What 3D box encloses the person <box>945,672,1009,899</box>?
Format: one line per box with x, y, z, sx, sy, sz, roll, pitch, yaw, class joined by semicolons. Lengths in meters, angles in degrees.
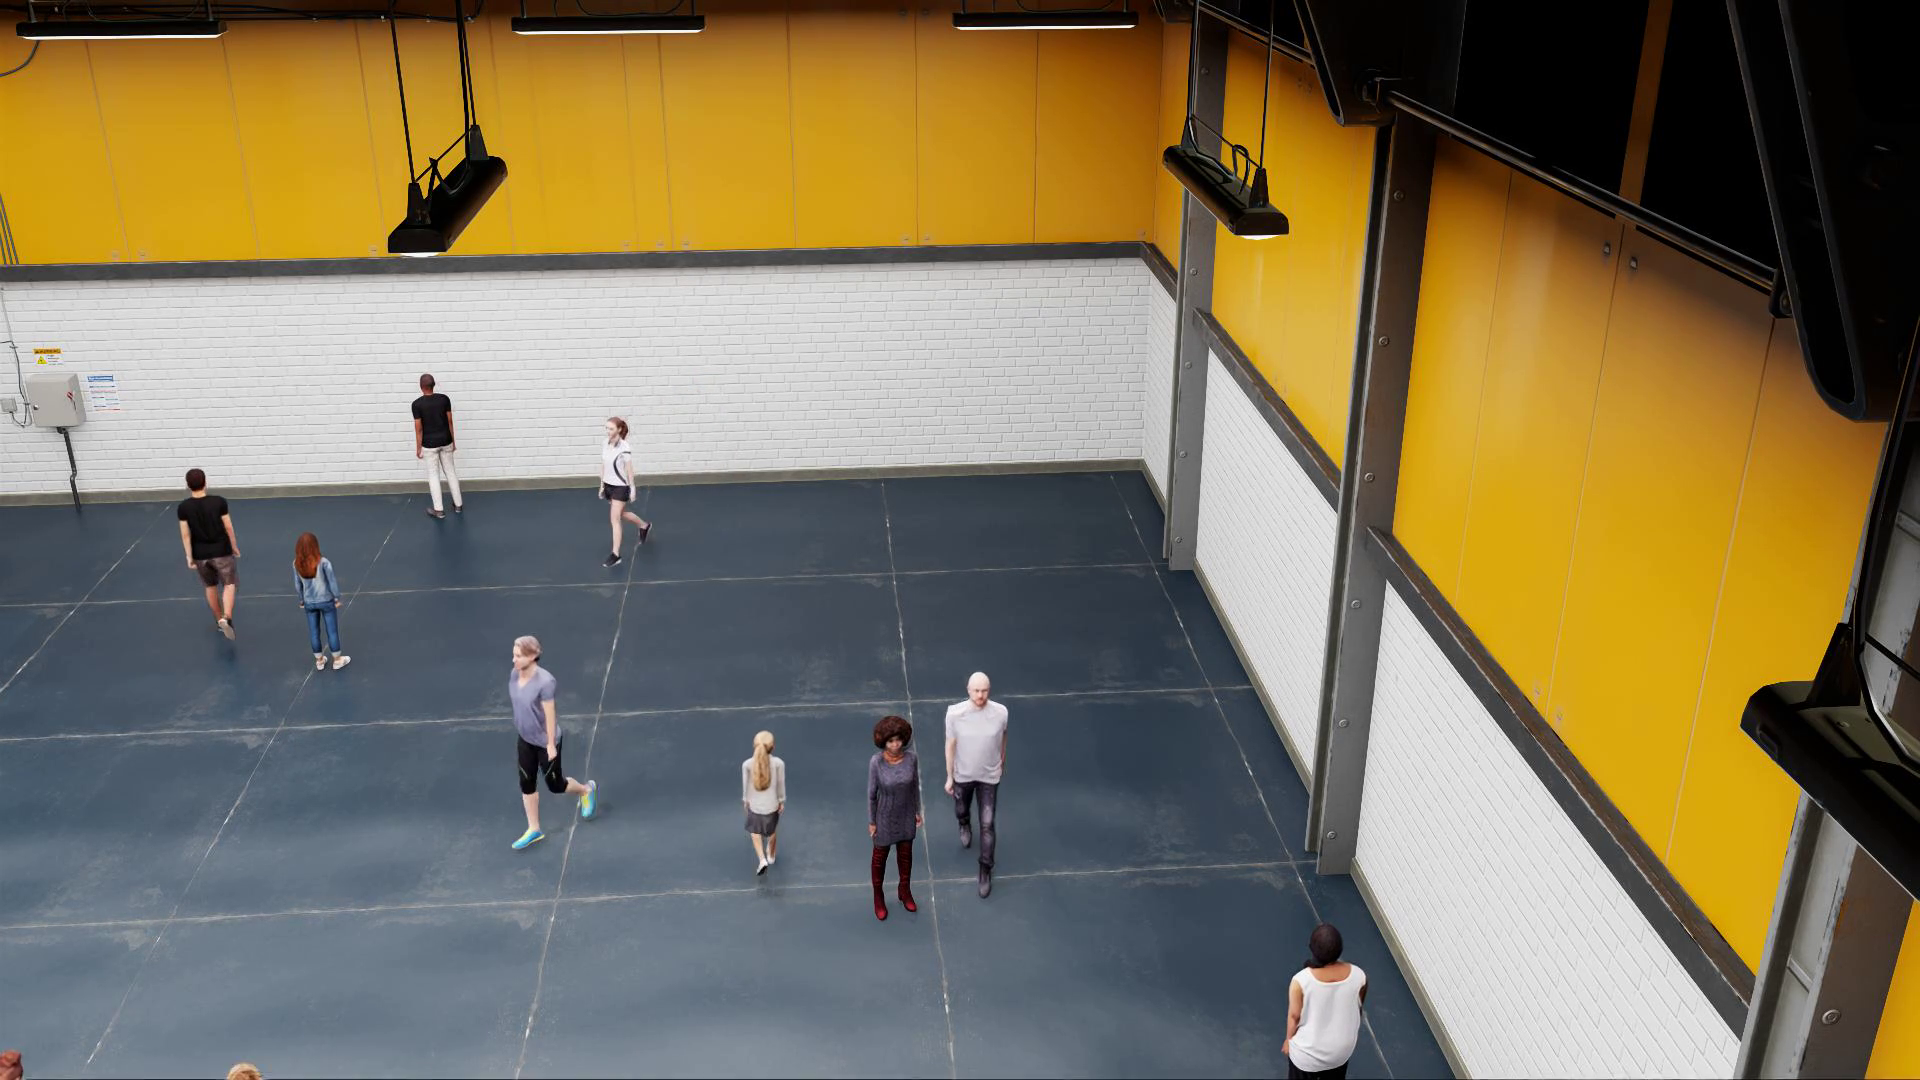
0.119;1.844;13.416;0.734;1.797;1.255;0;24;0;person

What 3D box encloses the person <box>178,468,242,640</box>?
-7.727;0.172;17.186;0.796;1.841;1.080;-8;25;-17;person

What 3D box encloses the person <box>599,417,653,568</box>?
-3.874;-0.603;19.110;1.033;1.719;1.134;17;29;33;person

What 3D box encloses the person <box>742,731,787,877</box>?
-1.581;2.137;13.415;0.553;1.260;0.739;-4;24;-10;person

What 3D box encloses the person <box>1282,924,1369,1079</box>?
2.280;3.148;10.569;0.655;1.687;0.606;-3;24;-8;person

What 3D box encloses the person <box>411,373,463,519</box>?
-6.384;-1.164;20.287;0.753;1.804;0.782;-19;30;-36;person

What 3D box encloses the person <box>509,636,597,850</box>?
-3.422;1.636;13.808;1.038;1.864;1.169;14;27;30;person

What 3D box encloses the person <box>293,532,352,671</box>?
-6.421;0.610;16.639;0.588;1.477;0.536;1;24;2;person

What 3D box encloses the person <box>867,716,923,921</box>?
-0.515;2.134;12.861;0.638;1.711;0.605;-9;25;-19;person
